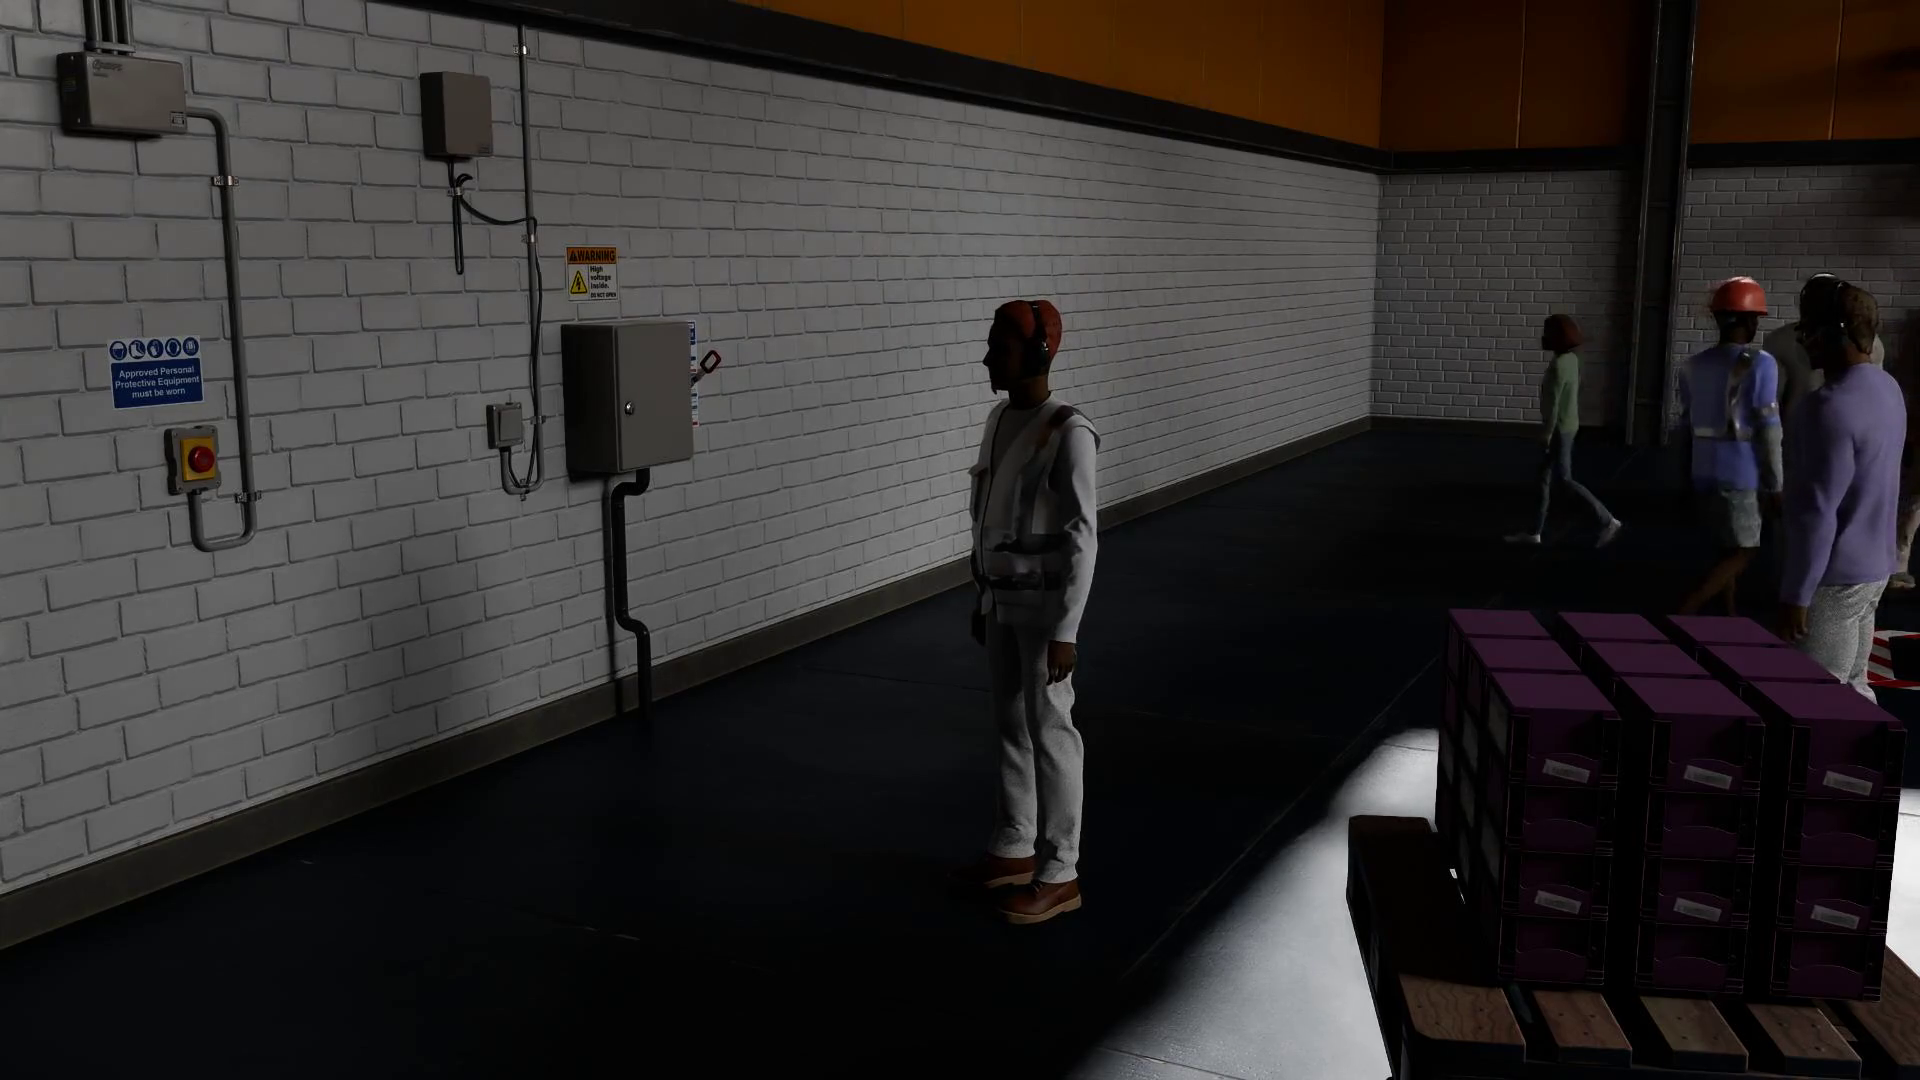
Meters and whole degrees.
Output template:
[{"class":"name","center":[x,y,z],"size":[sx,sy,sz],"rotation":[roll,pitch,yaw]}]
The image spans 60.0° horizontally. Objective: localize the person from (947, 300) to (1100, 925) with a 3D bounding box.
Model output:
[{"class":"person","center":[0.199,0.217,5.074],"size":[0.355,1.883,0.573],"rotation":[-5,11,-27]}]

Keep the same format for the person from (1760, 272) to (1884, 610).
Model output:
[{"class":"person","center":[4.835,-0.545,9.407],"size":[0.652,1.919,0.416],"rotation":[3,10,14]}]

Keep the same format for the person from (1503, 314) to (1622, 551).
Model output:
[{"class":"person","center":[4.158,-0.731,11.348],"size":[0.743,1.611,0.511],"rotation":[6,11,29]}]

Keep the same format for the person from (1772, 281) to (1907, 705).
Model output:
[{"class":"person","center":[2.820,0.140,5.389],"size":[0.356,1.933,0.627],"rotation":[9,13,41]}]

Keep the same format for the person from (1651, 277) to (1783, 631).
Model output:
[{"class":"person","center":[3.697,-0.317,8.084],"size":[0.851,1.913,0.568],"rotation":[-3,10,-15]}]

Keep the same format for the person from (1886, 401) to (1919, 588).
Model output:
[{"class":"person","center":[5.974,-0.637,9.930],"size":[0.928,1.919,0.596],"rotation":[-3,10,-16]}]
